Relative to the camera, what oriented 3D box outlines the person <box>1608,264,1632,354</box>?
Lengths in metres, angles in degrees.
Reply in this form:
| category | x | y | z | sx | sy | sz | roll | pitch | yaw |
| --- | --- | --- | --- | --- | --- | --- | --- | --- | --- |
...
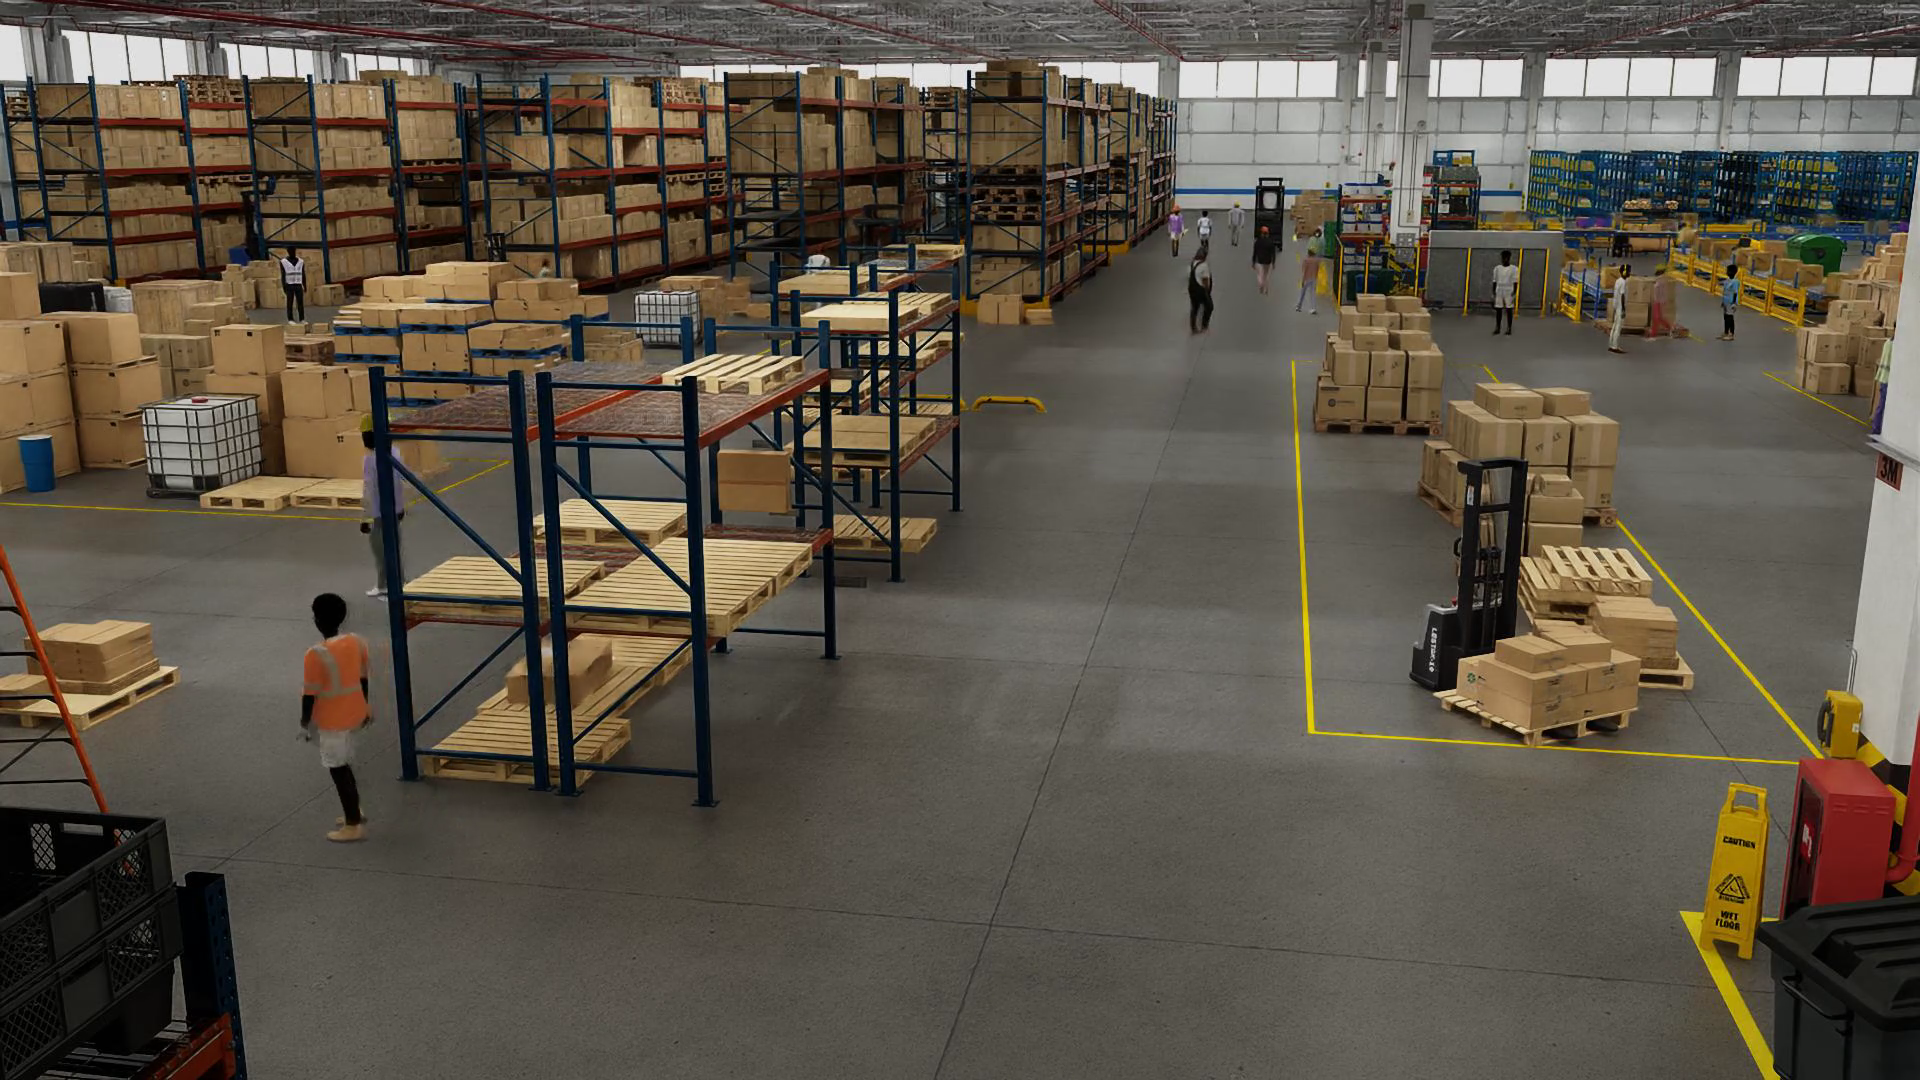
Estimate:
| category | x | y | z | sx | sy | sz | roll | pitch | yaw |
| --- | --- | --- | --- | --- | --- | --- | --- | --- | --- |
| person | 13.939 | -4.874 | 35.076 | 0.311 | 1.869 | 0.532 | 1 | 14 | 6 |

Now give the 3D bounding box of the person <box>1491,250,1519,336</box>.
| category | x | y | z | sx | sy | sz | roll | pitch | yaw |
| --- | --- | --- | --- | --- | --- | --- | --- | --- | --- |
| person | 12.451 | -5.644 | 38.034 | 0.598 | 1.959 | 0.391 | 11 | 18 | 38 |

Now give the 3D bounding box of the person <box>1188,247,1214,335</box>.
| category | x | y | z | sx | sy | sz | roll | pitch | yaw |
| --- | --- | --- | --- | --- | --- | --- | --- | --- | --- |
| person | 5.575 | -5.729 | 38.190 | 0.642 | 2.000 | 0.713 | -7 | 16 | -28 |

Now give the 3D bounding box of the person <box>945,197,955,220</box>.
| category | x | y | z | sx | sy | sz | roll | pitch | yaw |
| --- | --- | --- | --- | --- | --- | --- | --- | --- | --- |
| person | -0.465 | -17.644 | 87.244 | 0.536 | 1.710 | 0.958 | 7 | 16 | 27 |

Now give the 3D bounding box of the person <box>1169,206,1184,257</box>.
| category | x | y | z | sx | sy | sz | roll | pitch | yaw |
| --- | --- | --- | --- | --- | --- | --- | --- | --- | --- |
| person | 8.047 | -11.489 | 61.895 | 0.559 | 1.895 | 0.976 | 2 | 14 | 6 |

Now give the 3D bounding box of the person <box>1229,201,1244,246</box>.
| category | x | y | z | sx | sy | sz | roll | pitch | yaw |
| --- | --- | --- | --- | --- | --- | --- | --- | --- | --- |
| person | 11.256 | -12.865 | 67.675 | 0.613 | 1.785 | 0.908 | 3 | 14 | 11 |

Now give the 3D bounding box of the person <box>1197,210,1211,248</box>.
| category | x | y | z | sx | sy | sz | roll | pitch | yaw |
| --- | --- | --- | --- | --- | --- | --- | --- | --- | --- |
| person | 9.211 | -11.617 | 62.850 | 0.532 | 1.669 | 0.579 | -1 | 14 | -4 |

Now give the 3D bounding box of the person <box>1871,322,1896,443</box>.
| category | x | y | z | sx | sy | sz | roll | pitch | yaw |
| --- | --- | --- | --- | --- | --- | --- | --- | --- | --- |
| person | 13.732 | -2.303 | 24.534 | 0.398 | 1.920 | 0.590 | 2 | 14 | 9 |

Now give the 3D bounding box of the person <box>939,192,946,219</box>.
| category | x | y | z | sx | sy | sz | roll | pitch | yaw |
| --- | --- | --- | --- | --- | --- | --- | --- | --- | --- |
| person | -0.811 | -17.980 | 88.149 | 0.671 | 1.924 | 1.030 | 7 | 15 | 26 |

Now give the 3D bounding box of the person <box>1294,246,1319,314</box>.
| category | x | y | z | sx | sy | sz | roll | pitch | yaw |
| --- | --- | --- | --- | --- | --- | --- | --- | --- | --- |
| person | 8.978 | -6.683 | 42.759 | 0.534 | 1.697 | 0.945 | -5 | 15 | -18 |

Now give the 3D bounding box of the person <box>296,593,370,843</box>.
| category | x | y | z | sx | sy | sz | roll | pitch | yaw |
| --- | --- | --- | --- | --- | --- | --- | --- | --- | --- |
| person | -4.128 | 1.174 | 10.913 | 0.455 | 1.681 | 0.537 | 3 | 14 | 12 |

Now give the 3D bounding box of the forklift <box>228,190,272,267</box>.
| category | x | y | z | sx | sy | sz | roll | pitch | yaw |
| --- | --- | --- | --- | --- | --- | --- | --- | --- | --- |
| forklift | -21.468 | -9.315 | 51.024 | 1.873 | 2.768 | 1.129 | 7 | 16 | 27 |

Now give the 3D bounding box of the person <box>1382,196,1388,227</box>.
| category | x | y | z | sx | sy | sz | roll | pitch | yaw |
| --- | --- | --- | --- | --- | --- | --- | --- | --- | --- |
| person | 20.374 | -16.104 | 80.616 | 1.014 | 1.888 | 0.644 | 13 | 19 | 42 |

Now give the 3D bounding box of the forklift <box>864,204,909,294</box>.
| category | x | y | z | sx | sy | sz | roll | pitch | yaw |
| --- | --- | --- | --- | --- | --- | --- | --- | --- | --- |
| forklift | -1.867 | -6.932 | 41.346 | 1.129 | 2.768 | 1.873 | 3 | 14 | 10 |

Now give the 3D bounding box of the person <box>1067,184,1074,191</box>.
| category | x | y | z | sx | sy | sz | roll | pitch | yaw |
| --- | --- | --- | --- | --- | --- | --- | --- | --- | --- |
| person | 5.801 | -18.104 | 88.877 | 0.645 | 1.824 | 0.455 | 1 | 14 | 4 |

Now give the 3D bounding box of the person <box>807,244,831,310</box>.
| category | x | y | z | sx | sy | sz | roll | pitch | yaw |
| --- | --- | --- | --- | --- | --- | --- | --- | --- | --- |
| person | -3.473 | -6.480 | 41.649 | 0.608 | 1.835 | 0.974 | 4 | 14 | 15 |

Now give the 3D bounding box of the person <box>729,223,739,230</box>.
| category | x | y | z | sx | sy | sz | roll | pitch | yaw |
| --- | --- | --- | --- | --- | --- | --- | --- | --- | --- |
| person | -9.401 | -13.115 | 68.442 | 0.636 | 1.914 | 0.798 | 1 | 14 | 3 |

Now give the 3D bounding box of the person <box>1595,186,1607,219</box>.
| category | x | y | z | sx | sy | sz | roll | pitch | yaw |
| --- | --- | --- | --- | --- | --- | --- | --- | --- | --- |
| person | 34.288 | -17.998 | 88.486 | 0.829 | 1.813 | 0.575 | 1 | 14 | 4 |

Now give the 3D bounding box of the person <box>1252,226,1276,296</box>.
| category | x | y | z | sx | sy | sz | roll | pitch | yaw |
| --- | --- | --- | --- | --- | --- | --- | --- | --- | --- |
| person | 8.626 | -7.887 | 47.106 | 0.670 | 1.965 | 0.669 | 0 | 14 | 1 |

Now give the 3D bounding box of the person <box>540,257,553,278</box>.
| category | x | y | z | sx | sy | sz | roll | pitch | yaw |
| --- | --- | --- | --- | --- | --- | --- | --- | --- | --- |
| person | -9.992 | -6.024 | 40.250 | 0.377 | 1.627 | 0.516 | -3 | 14 | -13 |

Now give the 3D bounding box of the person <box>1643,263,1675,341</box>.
| category | x | y | z | sx | sy | sz | roll | pitch | yaw |
| --- | --- | --- | --- | --- | --- | --- | --- | --- | --- |
| person | 15.658 | -5.298 | 37.062 | 0.643 | 1.750 | 0.529 | 1 | 14 | 5 |

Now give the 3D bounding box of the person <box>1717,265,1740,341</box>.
| category | x | y | z | sx | sy | sz | roll | pitch | yaw |
| --- | --- | --- | --- | --- | --- | --- | --- | --- | --- |
| person | 17.231 | -5.312 | 37.227 | 0.321 | 1.694 | 0.538 | 0 | 14 | 2 |

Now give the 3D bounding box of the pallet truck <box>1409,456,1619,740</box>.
| category | x | y | z | sx | sy | sz | roll | pitch | yaw |
| --- | --- | --- | --- | --- | --- | --- | --- | --- | --- |
| pallet truck | 4.504 | 0.400 | 13.395 | 0.823 | 1.965 | 1.885 | -6 | 15 | -23 |

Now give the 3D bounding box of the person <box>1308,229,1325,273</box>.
| category | x | y | z | sx | sy | sz | roll | pitch | yaw |
| --- | --- | --- | --- | --- | --- | --- | --- | --- | --- |
| person | 11.264 | -9.032 | 52.533 | 0.497 | 1.586 | 0.873 | 5 | 15 | 20 |

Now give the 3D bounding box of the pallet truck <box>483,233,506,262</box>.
| category | x | y | z | sx | sy | sz | roll | pitch | yaw |
| --- | --- | --- | --- | --- | --- | --- | --- | --- | --- |
| pallet truck | -11.832 | -7.026 | 43.548 | 1.885 | 1.965 | 0.823 | 8 | 16 | 28 |

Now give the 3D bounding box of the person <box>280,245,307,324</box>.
| category | x | y | z | sx | sy | sz | roll | pitch | yaw |
| --- | --- | --- | --- | --- | --- | --- | --- | --- | --- |
| person | -16.121 | -6.169 | 40.256 | 0.592 | 1.910 | 0.385 | -12 | 19 | -41 |

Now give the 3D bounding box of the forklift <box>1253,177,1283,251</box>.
| category | x | y | z | sx | sy | sz | roll | pitch | yaw |
| --- | --- | --- | --- | --- | --- | --- | --- | --- | --- |
| forklift | 12.083 | -12.747 | 64.956 | 1.129 | 2.768 | 1.873 | 3 | 14 | 10 |

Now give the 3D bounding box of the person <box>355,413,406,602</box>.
| category | x | y | z | sx | sy | sz | roll | pitch | yaw |
| --- | --- | --- | --- | --- | --- | --- | --- | --- | --- |
| person | -5.799 | -0.308 | 16.441 | 0.650 | 1.908 | 0.612 | 1 | 14 | 4 |

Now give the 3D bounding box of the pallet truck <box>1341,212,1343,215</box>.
| category | x | y | z | sx | sy | sz | roll | pitch | yaw |
| --- | --- | --- | --- | --- | --- | --- | --- | --- | --- |
| pallet truck | 15.874 | -13.227 | 70.310 | 0.680 | 1.201 | 1.601 | 10 | 17 | 35 |
